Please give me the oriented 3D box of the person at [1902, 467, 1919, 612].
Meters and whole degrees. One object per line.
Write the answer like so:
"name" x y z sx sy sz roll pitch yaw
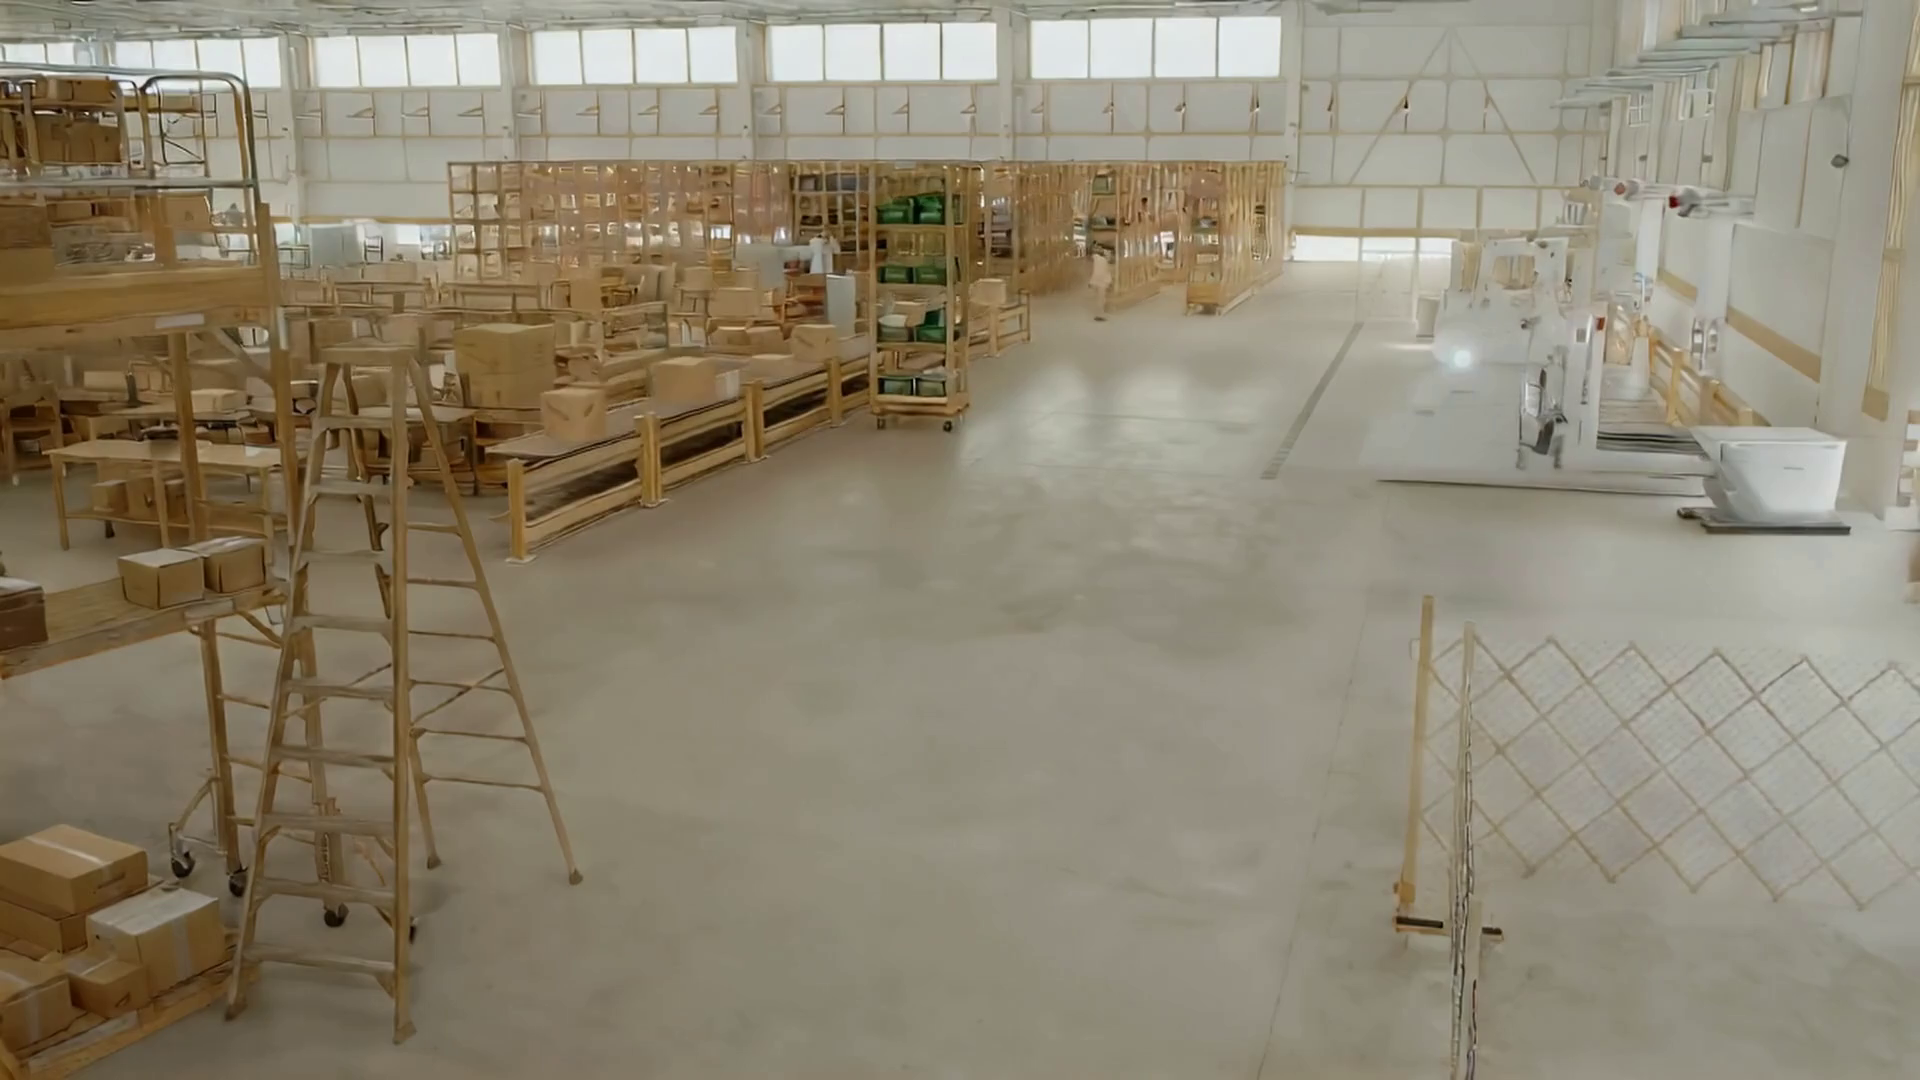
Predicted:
"person" 8.187 -0.408 13.861 0.373 2.044 0.606 3 13 13

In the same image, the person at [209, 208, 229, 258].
"person" -26.015 -10.677 58.429 0.615 1.945 0.404 -5 14 -22

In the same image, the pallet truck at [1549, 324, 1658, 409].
"pallet truck" 9.824 -2.669 25.407 1.601 1.201 0.680 4 14 16

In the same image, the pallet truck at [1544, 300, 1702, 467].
"pallet truck" 8.263 -1.952 20.631 1.885 1.965 0.823 5 14 20

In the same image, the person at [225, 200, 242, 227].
"person" -29.362 -12.744 67.249 0.608 1.996 0.379 -6 14 -24

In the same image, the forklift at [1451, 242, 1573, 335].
"forklift" 10.464 -4.597 31.405 2.680 1.987 1.157 4 14 16

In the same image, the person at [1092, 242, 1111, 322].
"person" 3.253 -5.887 38.036 0.431 1.817 0.594 5 14 20

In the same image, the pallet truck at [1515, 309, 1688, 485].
"pallet truck" 7.554 -1.677 19.446 1.885 1.965 0.823 3 13 14

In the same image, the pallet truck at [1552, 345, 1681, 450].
"pallet truck" 8.641 -1.896 21.908 1.630 1.274 0.653 4 14 16

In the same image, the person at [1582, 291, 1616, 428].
"person" 8.977 -2.532 23.335 0.402 1.906 0.652 0 13 1

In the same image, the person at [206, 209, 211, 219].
"person" -28.672 -11.779 63.637 0.596 1.752 0.532 3 13 13

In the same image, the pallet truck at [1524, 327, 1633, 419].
"pallet truck" 9.065 -2.460 24.370 1.522 1.261 0.704 3 13 14

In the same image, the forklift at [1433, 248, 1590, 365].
"forklift" 9.780 -4.111 29.280 2.680 1.987 1.157 3 13 14
